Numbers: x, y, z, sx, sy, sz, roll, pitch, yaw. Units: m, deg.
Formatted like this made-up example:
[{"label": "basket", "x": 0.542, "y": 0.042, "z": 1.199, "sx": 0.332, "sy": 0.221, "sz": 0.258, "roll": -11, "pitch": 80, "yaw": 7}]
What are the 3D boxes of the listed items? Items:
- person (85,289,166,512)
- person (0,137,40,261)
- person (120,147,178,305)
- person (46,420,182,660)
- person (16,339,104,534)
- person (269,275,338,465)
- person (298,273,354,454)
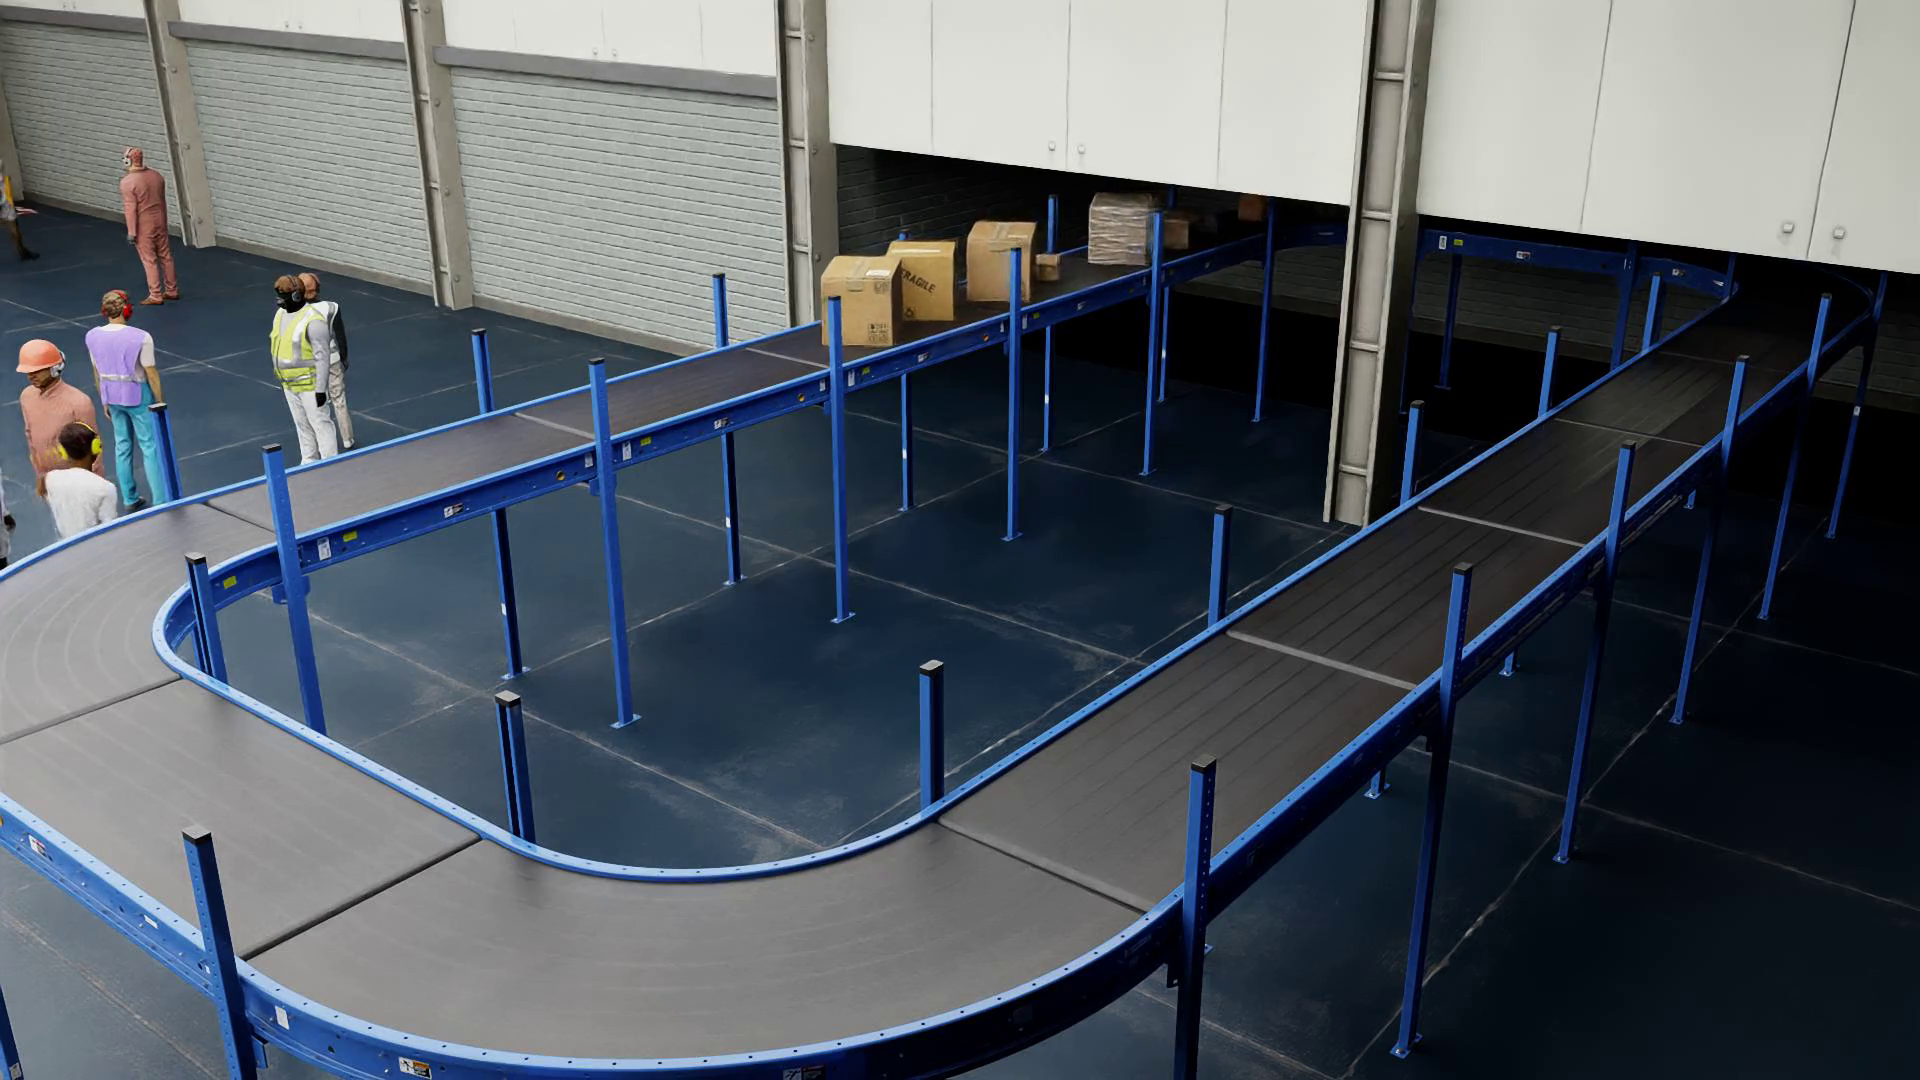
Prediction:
[{"label": "person", "x": -6.735, "y": -1.107, "z": 13.502, "sx": 0.561, "sy": 1.836, "sz": 0.393, "roll": 3, "pitch": 22, "yaw": 8}, {"label": "person", "x": -13.071, "y": -4.613, "z": 22.360, "sx": 0.560, "sy": 1.887, "sz": 1.007, "roll": 9, "pitch": 23, "yaw": 21}, {"label": "person", "x": -9.945, "y": -3.829, "z": 20.316, "sx": 0.403, "sy": 1.911, "sz": 0.637, "roll": 7, "pitch": 22, "yaw": 16}, {"label": "person", "x": -5.375, "y": 0.164, "z": 10.303, "sx": 0.489, "sy": 1.827, "sz": 0.920, "roll": 4, "pitch": 22, "yaw": 9}, {"label": "person", "x": -6.228, "y": -0.438, "z": 11.606, "sx": 0.605, "sy": 1.986, "sz": 0.401, "roll": 9, "pitch": 23, "yaw": 21}, {"label": "person", "x": -5.542, "y": -1.324, "z": 14.041, "sx": 0.627, "sy": 1.844, "sz": 0.429, "roll": 15, "pitch": 26, "yaw": 34}, {"label": "person", "x": -5.776, "y": -1.590, "z": 14.990, "sx": 0.523, "sy": 1.636, "sz": 0.311, "roll": -12, "pitch": 24, "yaw": -27}]
